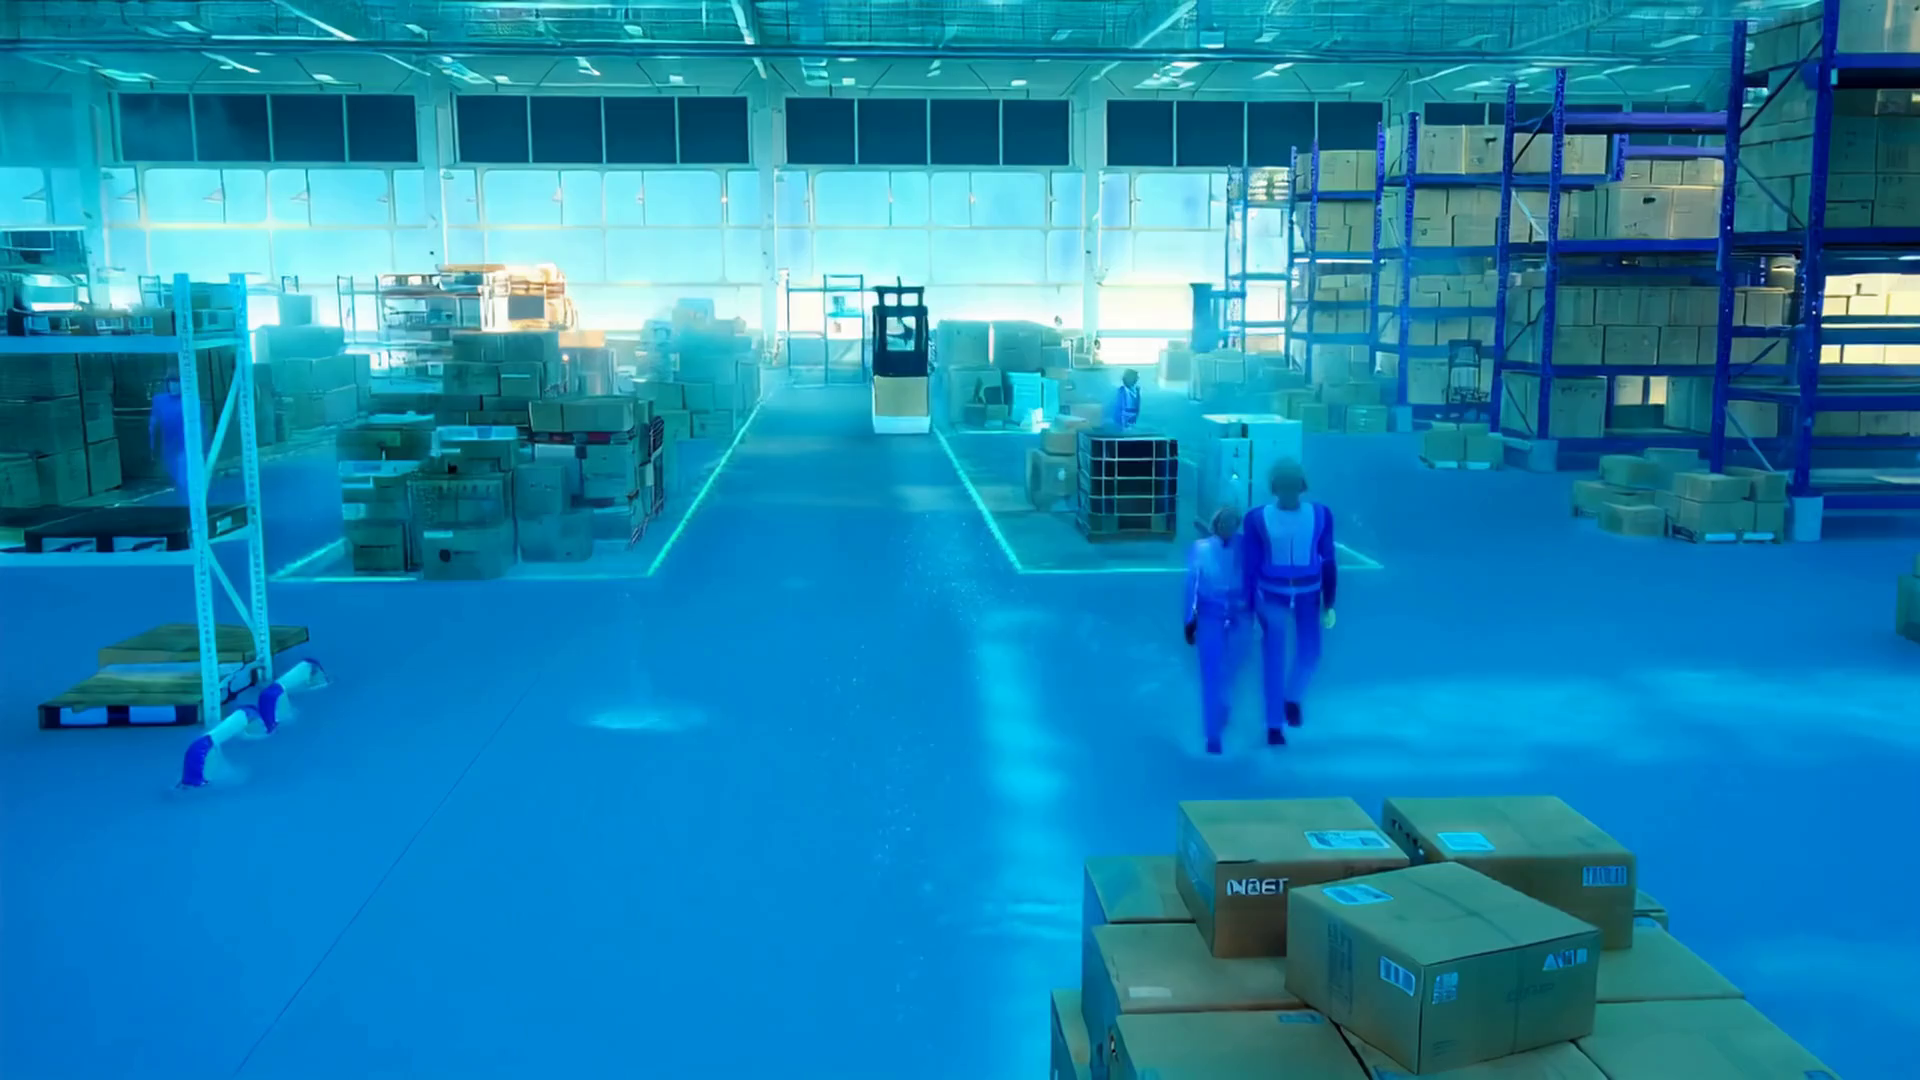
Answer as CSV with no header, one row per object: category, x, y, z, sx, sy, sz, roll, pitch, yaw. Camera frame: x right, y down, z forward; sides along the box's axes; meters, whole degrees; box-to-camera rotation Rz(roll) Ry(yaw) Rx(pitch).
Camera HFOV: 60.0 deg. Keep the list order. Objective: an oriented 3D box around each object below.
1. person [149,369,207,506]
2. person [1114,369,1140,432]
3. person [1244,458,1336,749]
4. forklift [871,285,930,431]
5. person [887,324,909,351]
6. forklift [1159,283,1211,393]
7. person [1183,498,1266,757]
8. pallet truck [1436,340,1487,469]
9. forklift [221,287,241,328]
person,-9.383,-1.114,20.054,0.635,1.918,0.708,0,9,-2
person,2.590,-1.793,25.313,0.861,1.590,0.537,7,12,39
person,2.112,0.395,10.720,0.606,1.872,0.457,1,9,3
forklift,-1.172,-3.580,32.510,1.129,2.768,1.873,-1,9,-4
person,-1.451,-4.044,38.507,0.555,1.903,0.962,-6,11,-33
forklift,6.145,-5.191,42.627,1.873,2.768,1.129,-1,9,-4
person,1.668,0.527,10.668,0.541,1.623,0.635,-1,9,-6
pallet truck,8.004,-2.170,26.422,0.823,1.965,1.885,2,9,14
forklift,-16.639,-4.472,38.110,1.873,2.768,1.129,-5,11,-30
